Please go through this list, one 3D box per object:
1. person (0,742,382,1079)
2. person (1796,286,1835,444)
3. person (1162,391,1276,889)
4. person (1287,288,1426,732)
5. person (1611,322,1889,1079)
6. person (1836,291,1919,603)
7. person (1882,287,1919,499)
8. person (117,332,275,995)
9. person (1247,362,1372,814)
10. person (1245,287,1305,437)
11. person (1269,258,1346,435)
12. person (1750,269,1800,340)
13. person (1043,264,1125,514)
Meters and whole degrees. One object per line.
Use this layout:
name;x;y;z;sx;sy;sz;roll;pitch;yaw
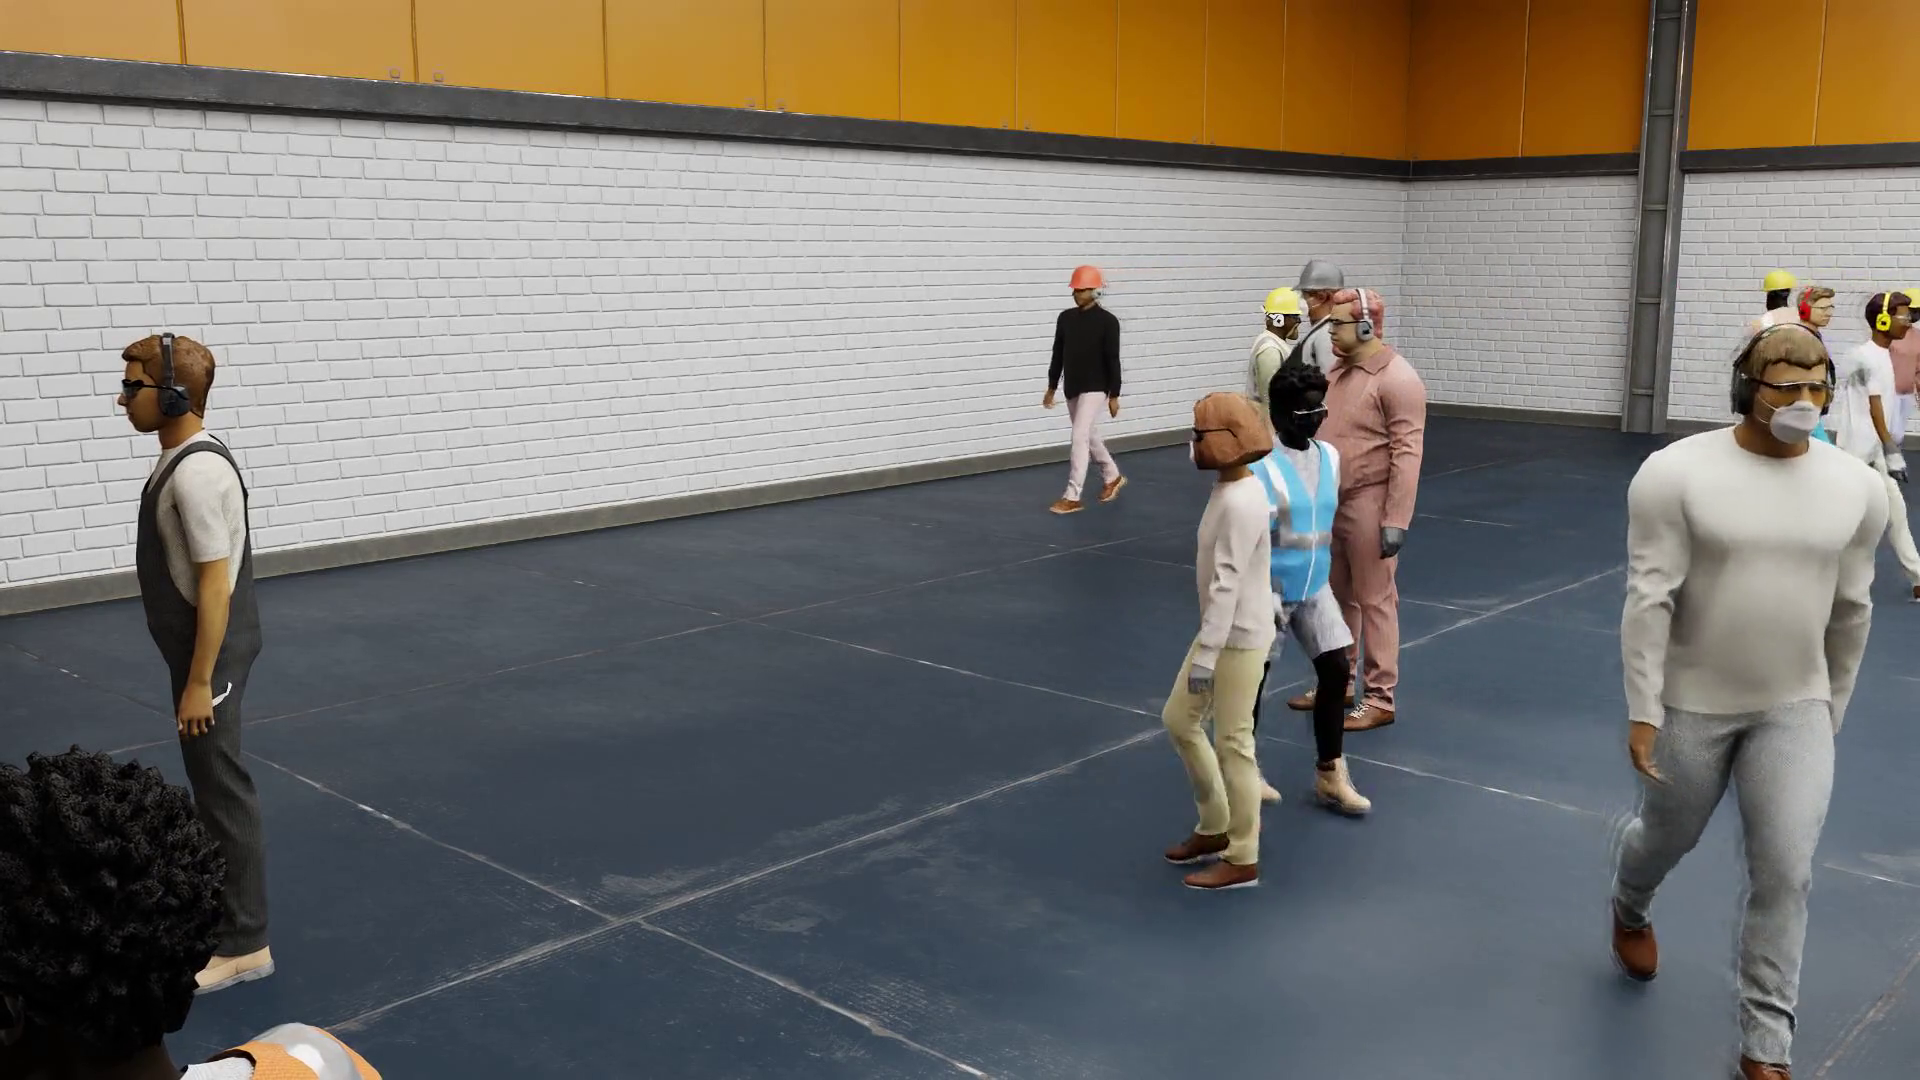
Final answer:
person;-0.657;0.998;1.400;0.320;1.694;0.531;3;11;19
person;5.659;-0.764;11.042;0.589;1.821;0.647;-9;13;-40
person;0.812;0.337;5.356;0.392;1.620;0.521;0;10;-1
person;1.702;-0.132;7.219;0.403;1.904;0.652;-4;11;-21
person;1.971;0.394;4.260;0.628;1.909;0.930;1;10;8
person;5.359;-0.519;9.673;0.977;1.820;0.519;8;13;37
person;7.746;-1.201;13.721;0.553;1.749;0.375;-4;11;-21
person;-2.151;0.344;4.681;0.345;1.846;0.507;-5;11;-28
person;1.243;0.196;6.040;0.531;1.667;0.682;-6;12;-30
person;2.072;-0.744;10.947;0.403;1.825;0.592;2;10;11
person;2.123;-0.683;9.969;0.536;2.000;0.691;1;10;8
person;6.815;-1.274;13.729;0.596;1.902;0.786;-1;10;-6
person;1.046;-1.220;13.295;0.981;1.958;0.620;-9;13;-41
